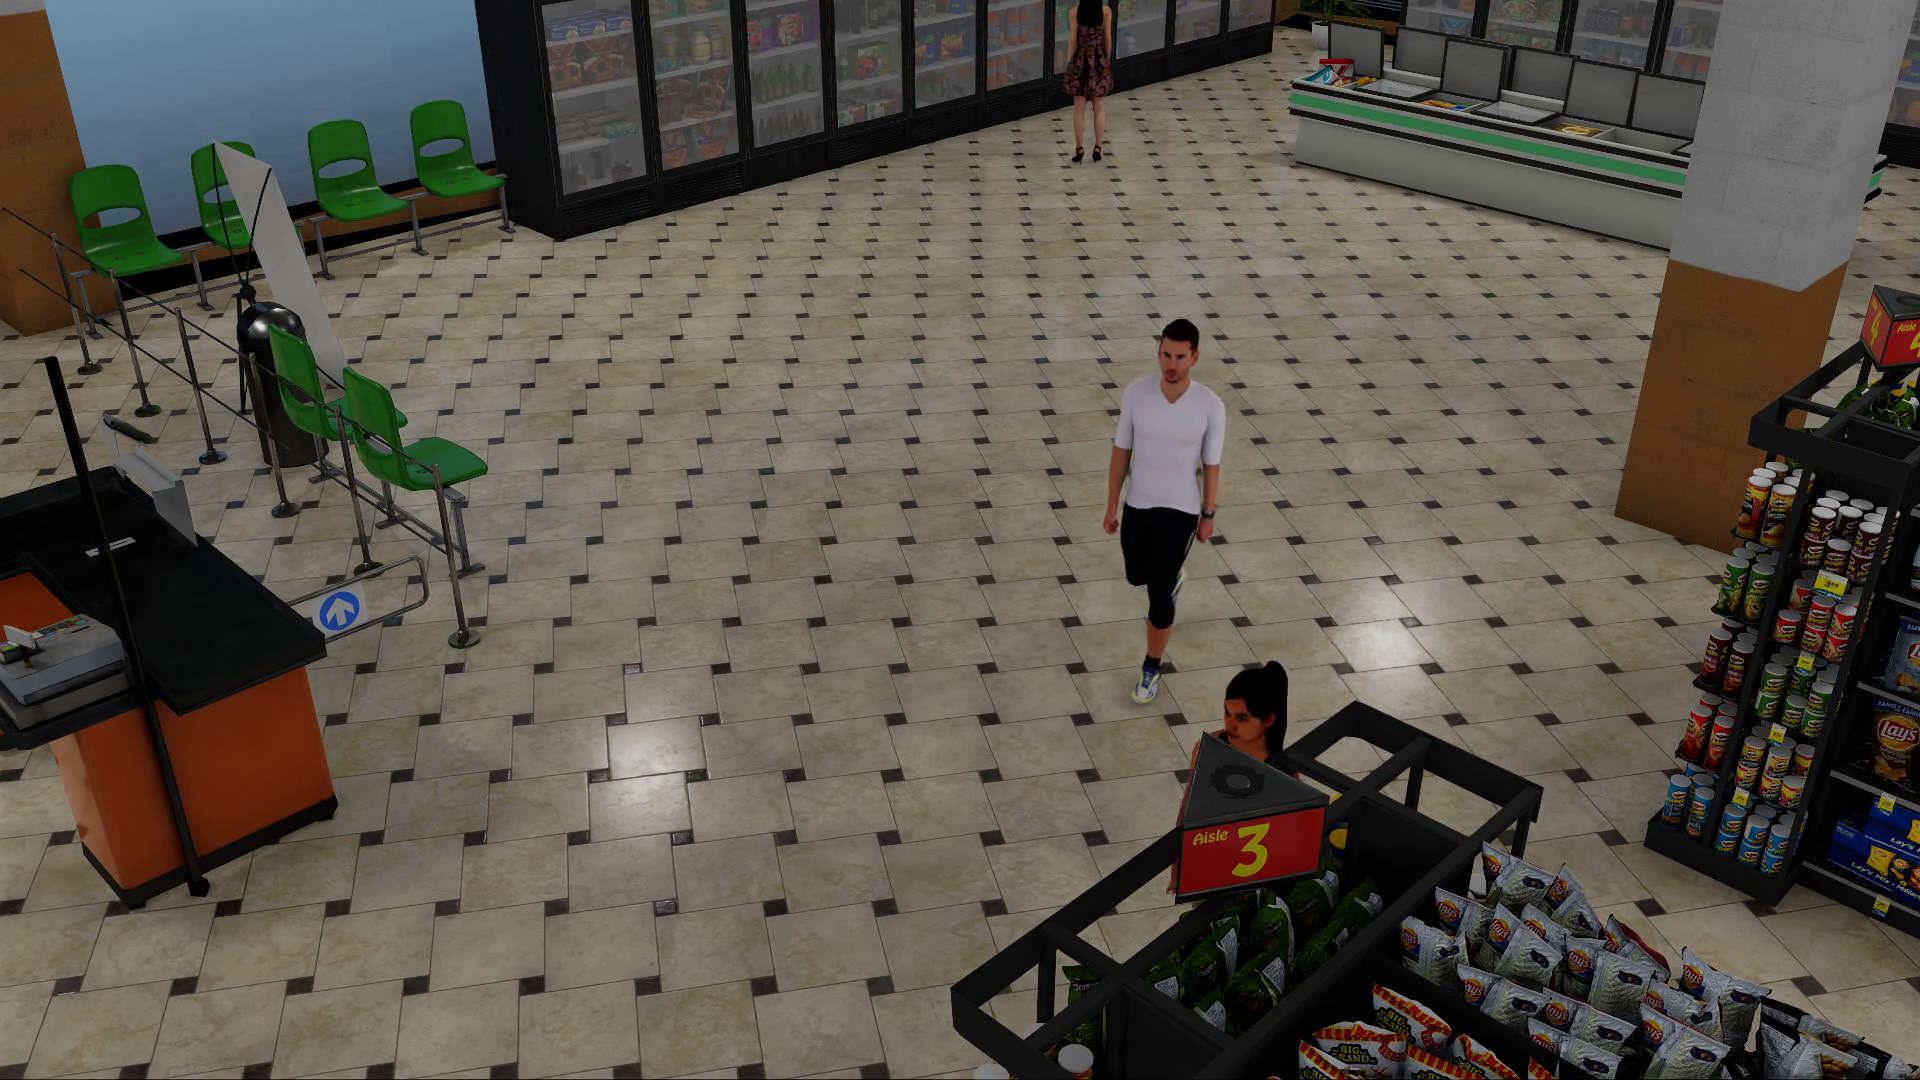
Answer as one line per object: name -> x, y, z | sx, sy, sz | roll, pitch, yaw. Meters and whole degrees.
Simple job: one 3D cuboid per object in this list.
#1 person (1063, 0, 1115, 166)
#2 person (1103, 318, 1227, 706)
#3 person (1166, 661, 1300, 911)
person -> 1.222, -4.467, 15.770 | 0.802, 1.776, 0.849 | -4, 29, -8
person -> 0.974, -0.192, 7.891 | 1.137, 1.824, 0.956 | 13, 31, 23
person -> 0.995, 1.119, 5.667 | 0.512, 1.653, 0.649 | 25, 37, 38
